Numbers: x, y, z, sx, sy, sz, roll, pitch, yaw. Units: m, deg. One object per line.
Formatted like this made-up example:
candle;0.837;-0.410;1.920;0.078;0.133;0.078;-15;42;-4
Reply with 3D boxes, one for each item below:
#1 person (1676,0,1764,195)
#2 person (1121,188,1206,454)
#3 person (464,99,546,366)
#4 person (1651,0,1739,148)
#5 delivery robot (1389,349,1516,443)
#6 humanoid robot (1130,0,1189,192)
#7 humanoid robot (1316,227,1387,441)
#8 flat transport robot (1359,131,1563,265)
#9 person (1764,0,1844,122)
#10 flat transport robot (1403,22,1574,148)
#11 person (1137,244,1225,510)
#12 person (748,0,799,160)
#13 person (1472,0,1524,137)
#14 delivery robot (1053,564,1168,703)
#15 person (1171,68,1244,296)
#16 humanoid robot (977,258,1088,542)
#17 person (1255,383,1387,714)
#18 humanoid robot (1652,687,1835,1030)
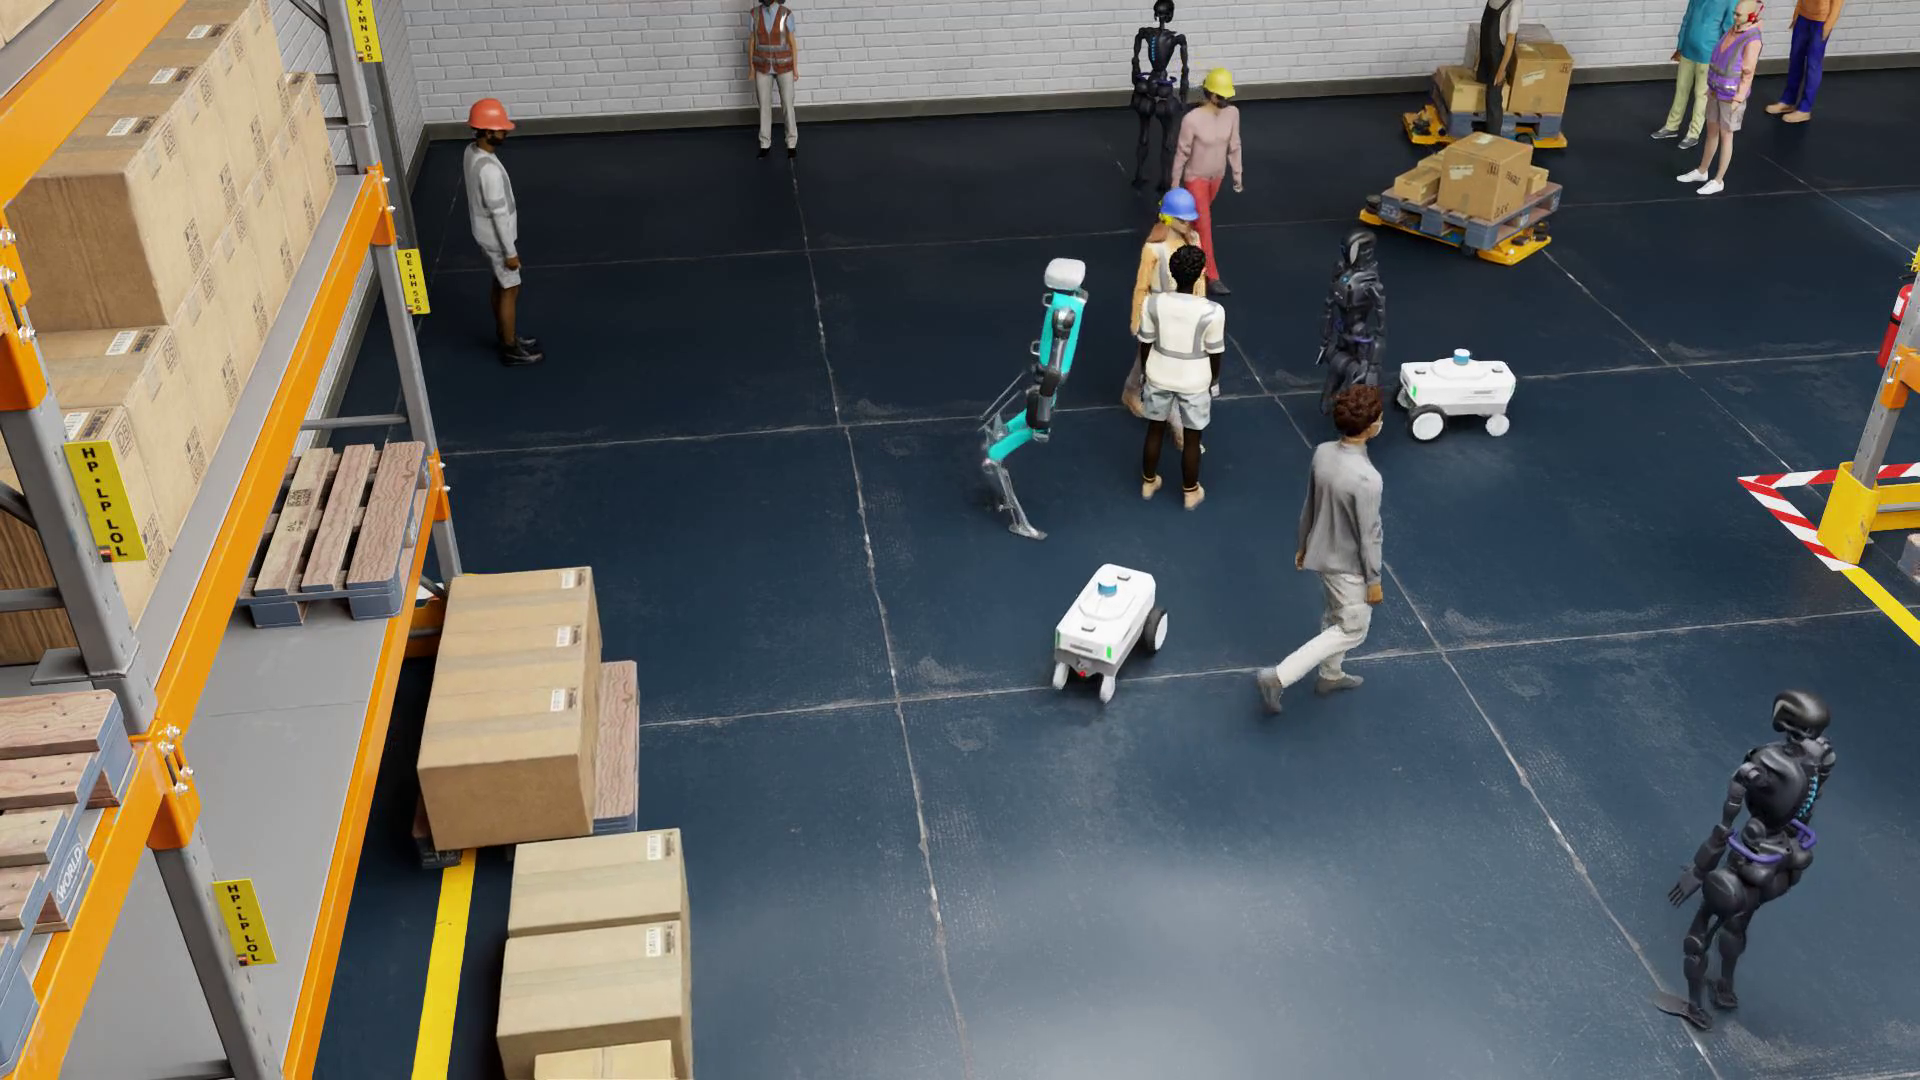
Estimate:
person;6.669;-3.860;14.466;0.347;1.691;0.484;-5;33;-7
person;1.345;-1.465;10.759;0.468;1.731;0.912;-22;39;-29
person;-3.193;-2.129;11.606;0.387;1.924;0.547;-16;36;-23
person;6.864;-4.537;15.445;0.325;1.752;0.560;-15;36;-21
delivery robot;3.309;-0.990;11.098;0.758;0.583;0.499;-1;33;-2
humanoid robot;1.728;-3.895;14.528;0.589;1.653;0.326;20;38;28
humanoid robot;2.508;-1.173;10.374;0.516;1.642;0.609;-14;36;-21
flat transport robot;4.143;-2.658;13.926;1.431;0.231;0.659;28;42;36
person;8.239;-5.049;16.036;0.397;1.974;0.516;-10;34;-15
flat transport robot;5.025;-3.969;15.934;1.431;0.231;0.659;3;33;5
person;1.319;-0.973;10.045;0.534;1.693;0.320;15;36;21
person;-1.694;-4.308;15.150;0.458;1.688;0.304;2;33;4
person;4.831;-4.340;15.074;0.344;1.839;0.499;-5;34;-8
delivery robot;0.788;0.454;8.913;0.499;0.614;0.803;15;36;21
person;1.913;-2.806;12.832;0.534;1.703;0.924;-18;37;-26
humanoid robot;0.324;-0.809;9.766;0.795;1.790;0.530;4;33;6
person;1.847;0.093;8.238;0.674;1.876;0.544;-11;35;-16
humanoid robot;3.135;1.275;6.608;0.590;1.653;0.324;-15;36;-22
